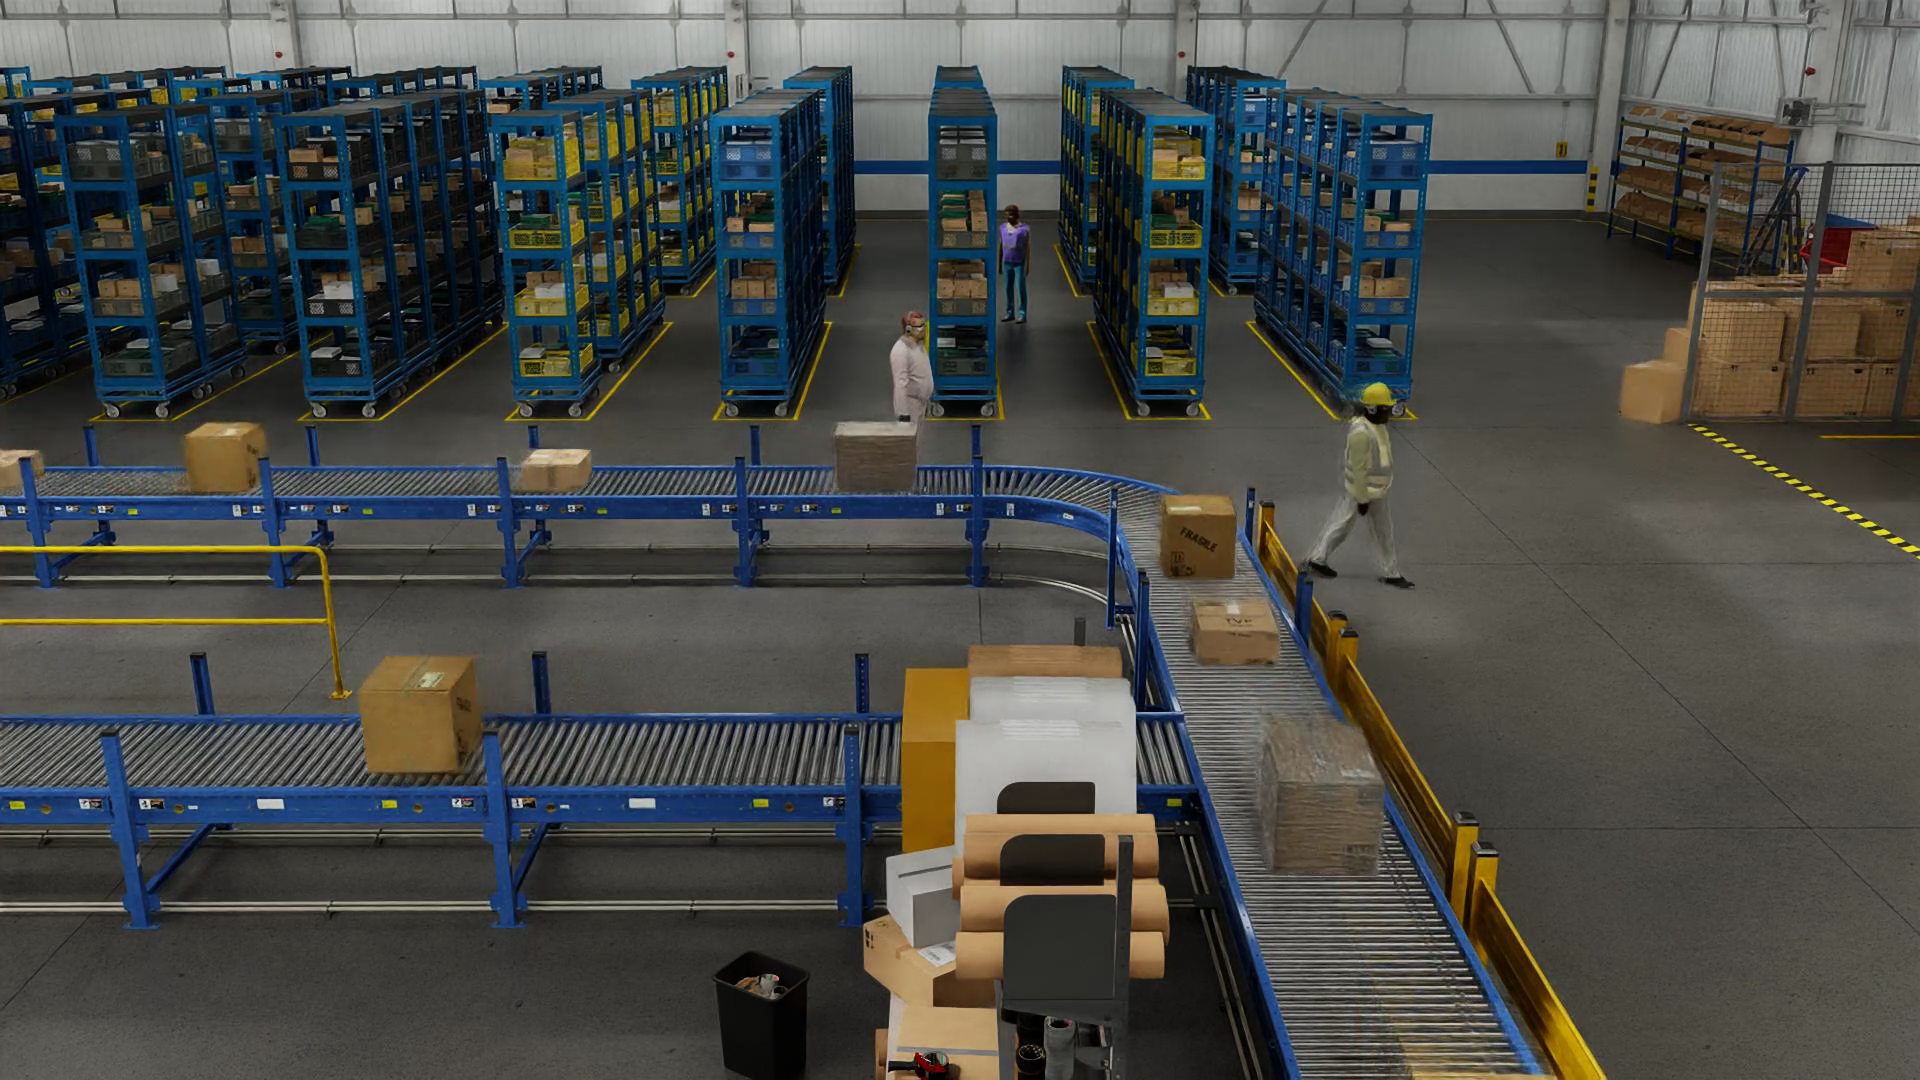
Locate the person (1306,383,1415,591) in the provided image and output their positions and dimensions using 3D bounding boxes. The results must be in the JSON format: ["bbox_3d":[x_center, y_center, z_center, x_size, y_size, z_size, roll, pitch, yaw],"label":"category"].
[{"bbox_3d":[3.444,-0.472,14.205,0.947,1.789,0.602,12,21,32],"label":"person"}]

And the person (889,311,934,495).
[{"bbox_3d":[-0.465,-1.351,16.713,0.406,1.911,0.638,5,19,14],"label":"person"}]

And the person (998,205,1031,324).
[{"bbox_3d":[0.850,-4.308,25.952,0.572,1.831,0.405,11,21,31],"label":"person"}]
